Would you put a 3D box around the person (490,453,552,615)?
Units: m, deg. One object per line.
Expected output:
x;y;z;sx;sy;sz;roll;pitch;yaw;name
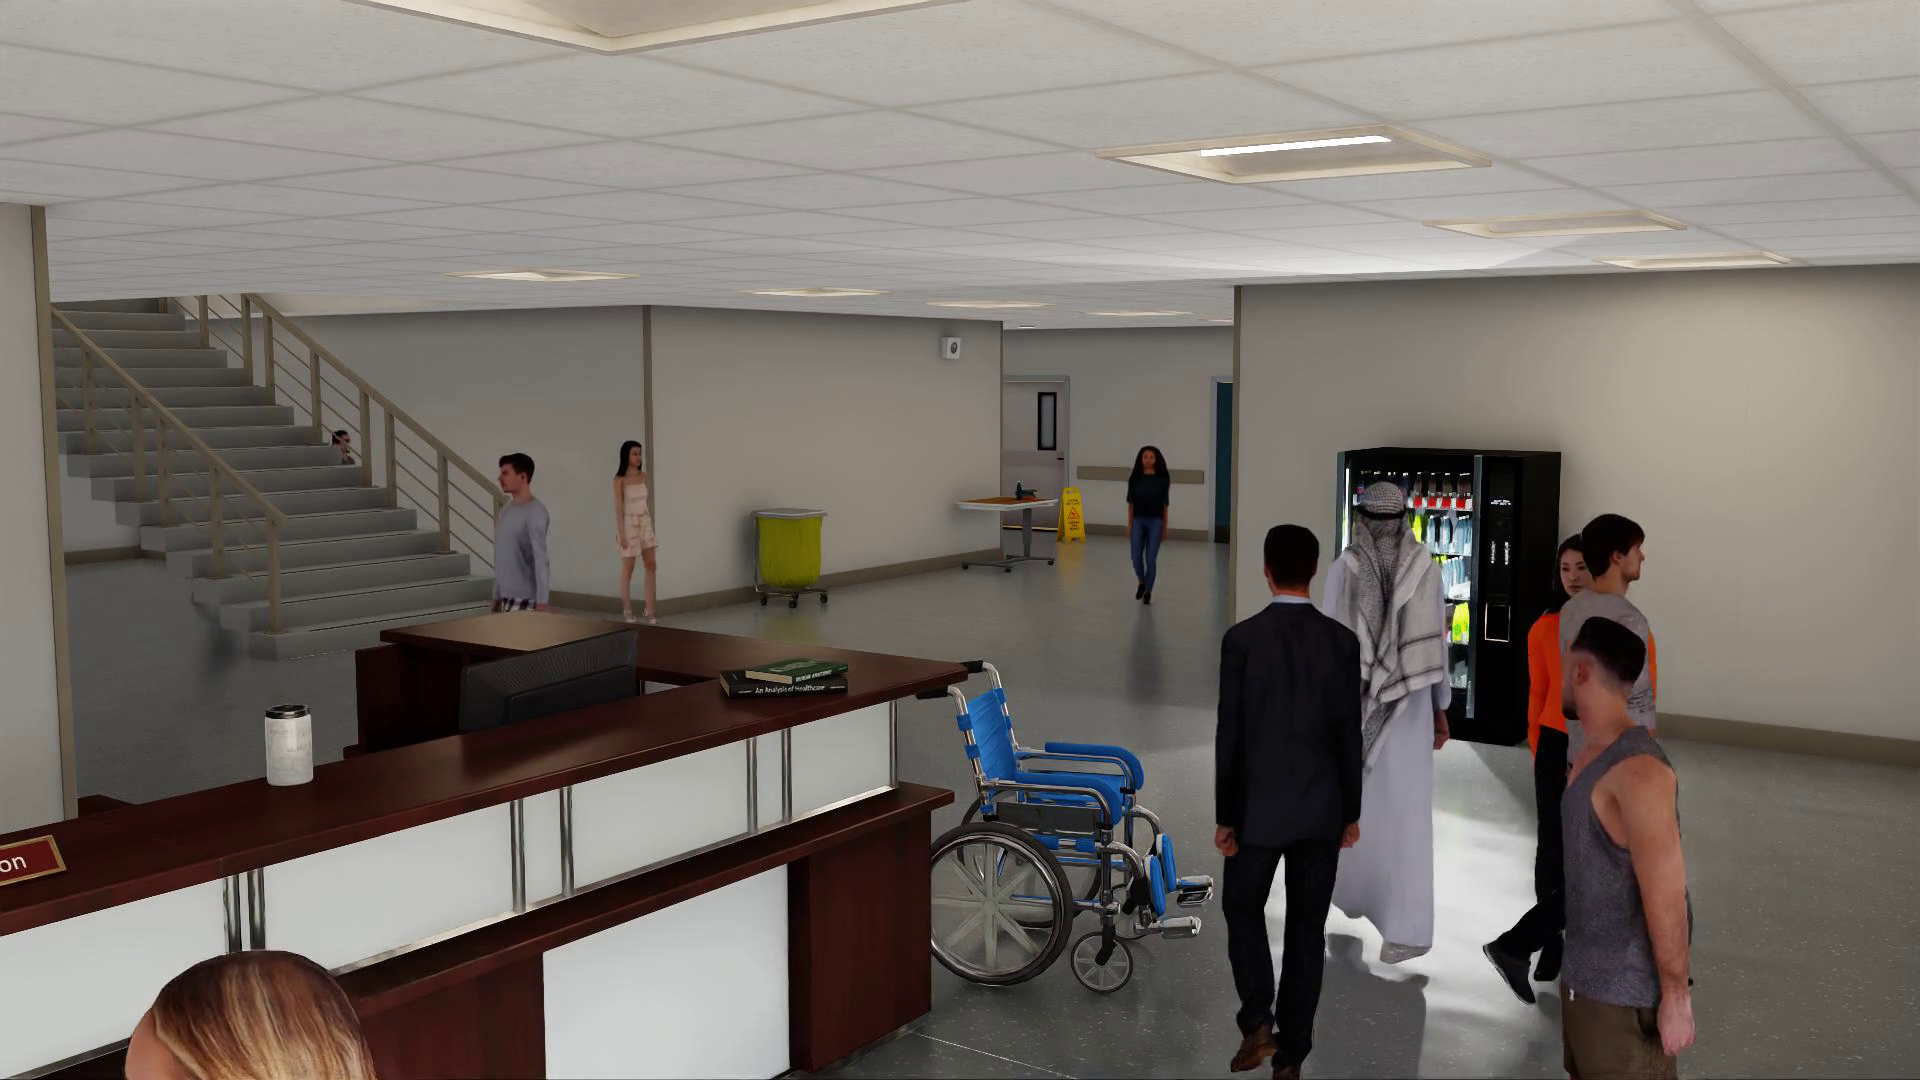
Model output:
-2.722;0.370;10.616;0.811;1.834;0.773;-4;7;-37;person

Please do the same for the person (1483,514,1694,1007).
2.305;0.834;6.095;1.195;1.815;1.057;0;6;-2;person

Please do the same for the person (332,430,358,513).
-6.588;-0.272;17.547;1.226;1.724;0.842;2;6;20;person

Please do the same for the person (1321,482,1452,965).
1.709;0.742;6.715;1.193;1.875;1.107;1;6;9;person

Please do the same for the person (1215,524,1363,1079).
1.061;0.892;5.324;0.791;1.854;0.851;0;6;5;person

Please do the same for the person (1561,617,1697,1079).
1.732;1.123;4.229;0.813;1.806;0.891;0;6;-4;person

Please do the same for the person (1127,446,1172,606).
1.920;-0.154;16.939;0.670;1.610;0.761;1;6;12;person

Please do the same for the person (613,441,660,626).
-3.072;-0.046;15.346;0.748;1.713;0.623;5;8;41;person

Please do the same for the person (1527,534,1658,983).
2.475;0.839;6.503;0.777;1.723;0.759;2;6;21;person
